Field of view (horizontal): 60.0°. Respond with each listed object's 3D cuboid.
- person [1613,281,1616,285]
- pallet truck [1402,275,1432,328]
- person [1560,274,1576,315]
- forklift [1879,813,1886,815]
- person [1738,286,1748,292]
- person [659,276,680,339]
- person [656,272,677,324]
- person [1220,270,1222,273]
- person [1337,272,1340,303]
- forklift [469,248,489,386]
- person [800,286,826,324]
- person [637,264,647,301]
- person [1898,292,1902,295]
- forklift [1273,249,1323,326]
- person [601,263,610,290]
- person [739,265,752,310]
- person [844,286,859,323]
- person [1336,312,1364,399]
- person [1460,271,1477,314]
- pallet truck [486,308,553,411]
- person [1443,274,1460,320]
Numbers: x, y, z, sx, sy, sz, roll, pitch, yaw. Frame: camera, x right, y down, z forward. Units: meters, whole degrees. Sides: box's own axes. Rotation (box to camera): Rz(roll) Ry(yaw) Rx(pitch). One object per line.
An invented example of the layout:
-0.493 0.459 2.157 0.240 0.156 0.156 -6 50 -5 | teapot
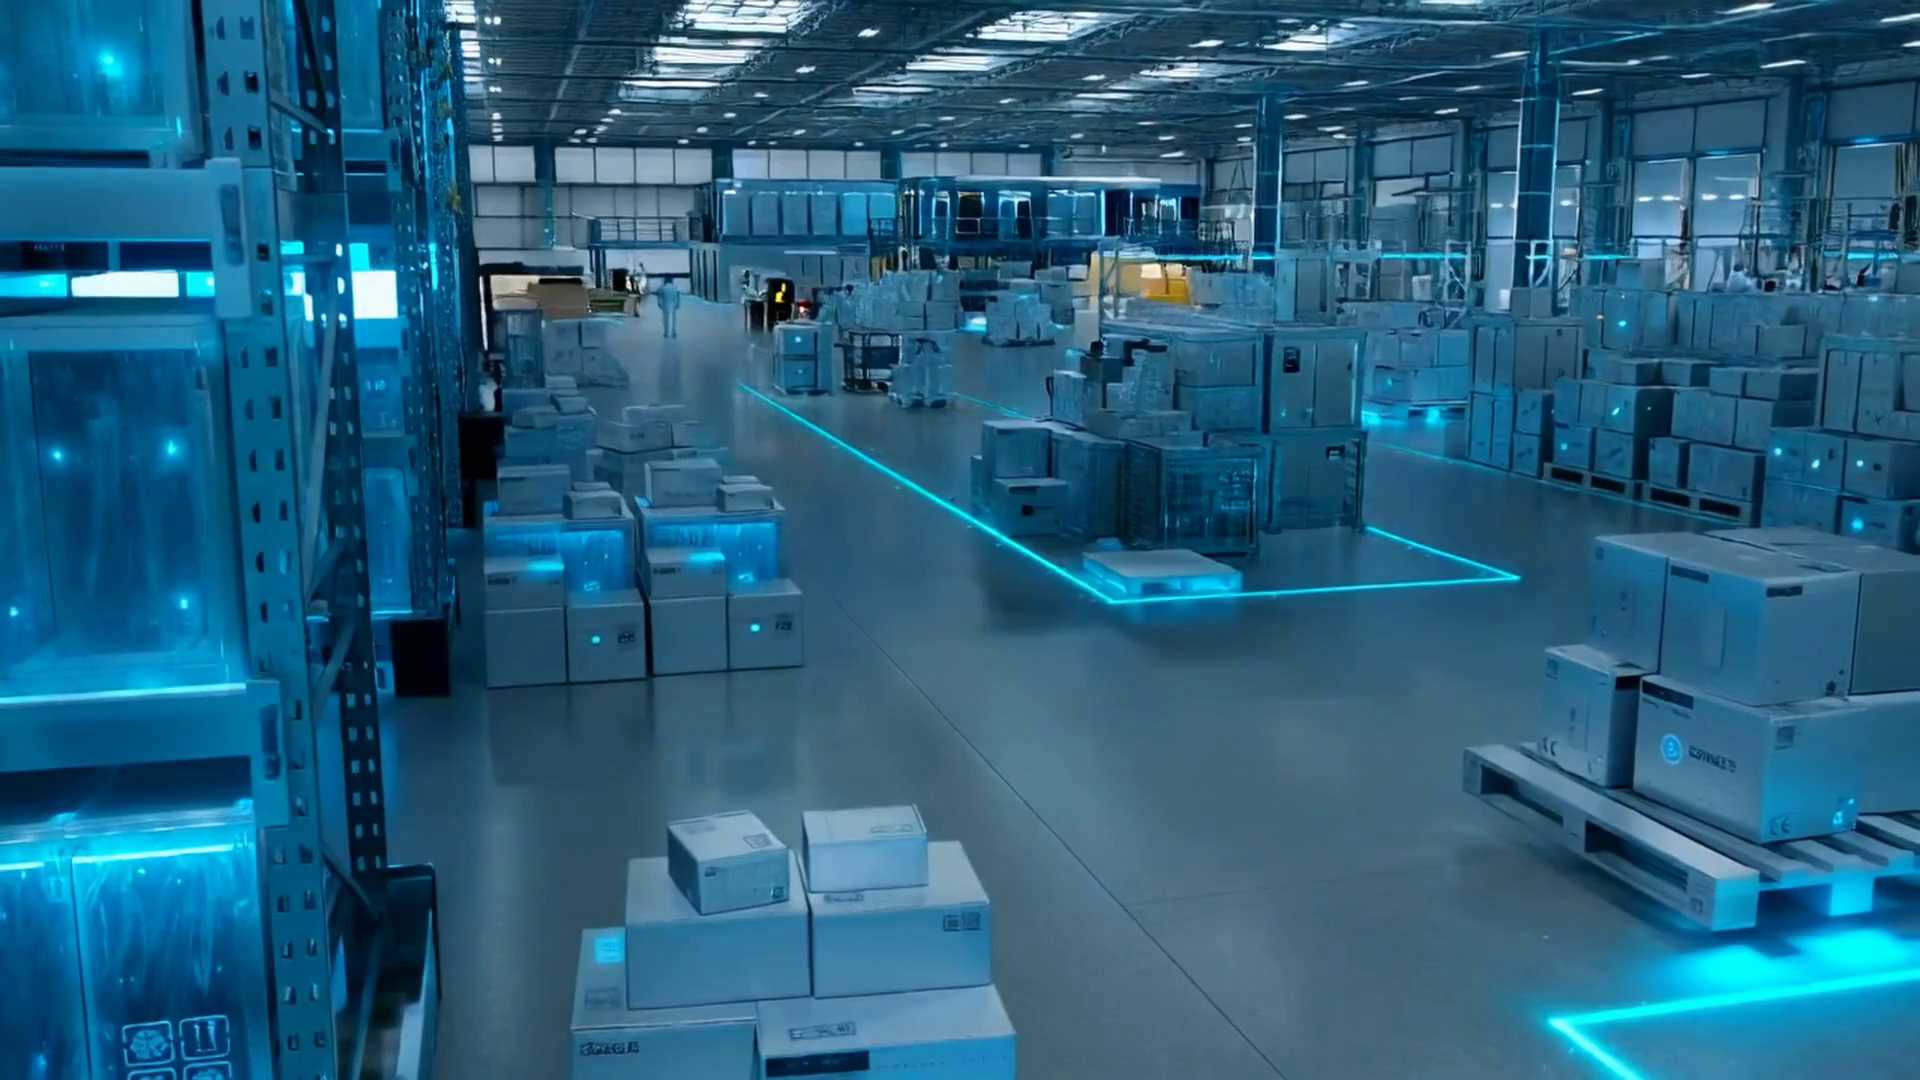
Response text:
19.170 -6.647 48.675 0.508 1.872 0.329 -3 10 -15 | person
14.620 -7.324 52.145 0.823 1.965 1.885 8 13 40 | pallet truck
19.472 -7.499 53.163 0.608 1.989 0.387 -3 10 -15 | person
5.553 0.092 7.654 1.873 2.768 1.129 -3 10 -15 | forklift
21.344 -6.073 45.684 0.543 1.777 1.005 1 10 4 | person
-9.026 -7.220 51.736 0.629 1.936 0.373 -3 10 -15 | person
-9.969 -8.149 56.693 0.708 2.000 0.988 0 10 -2 | person
13.010 -12.594 82.721 0.553 1.723 0.870 -9 13 -40 | person
19.194 -13.093 85.006 0.542 1.931 0.366 -3 10 -15 | person
-9.886 -4.510 33.714 1.873 2.768 1.129 -3 10 -15 | forklift
-3.351 -4.795 37.931 0.602 1.960 0.368 -3 10 -15 | person
-16.676 -13.500 87.306 0.542 1.931 0.366 -3 10 -15 | person
23.335 -5.322 41.532 0.484 1.744 0.295 -3 10 -15 | person
4.855 -2.824 24.162 1.873 2.768 1.129 -3 10 -15 | forklift
-19.866 -14.580 93.432 0.585 1.927 0.366 -3 10 -15 | person
-9.740 -11.495 75.637 0.606 2.044 0.374 -3 10 -15 | person
-3.259 -6.757 49.787 0.532 1.696 0.319 -3 10 -15 | person
5.144 -2.057 22.329 0.608 1.995 0.377 -3 10 -15 | person
21.648 -10.539 70.924 0.648 1.800 0.926 5 11 28 | person
-6.242 -2.418 24.362 0.823 1.965 1.885 1 10 3 | pallet truck
17.891 -8.730 60.502 0.570 1.869 1.030 2 10 10 | person
